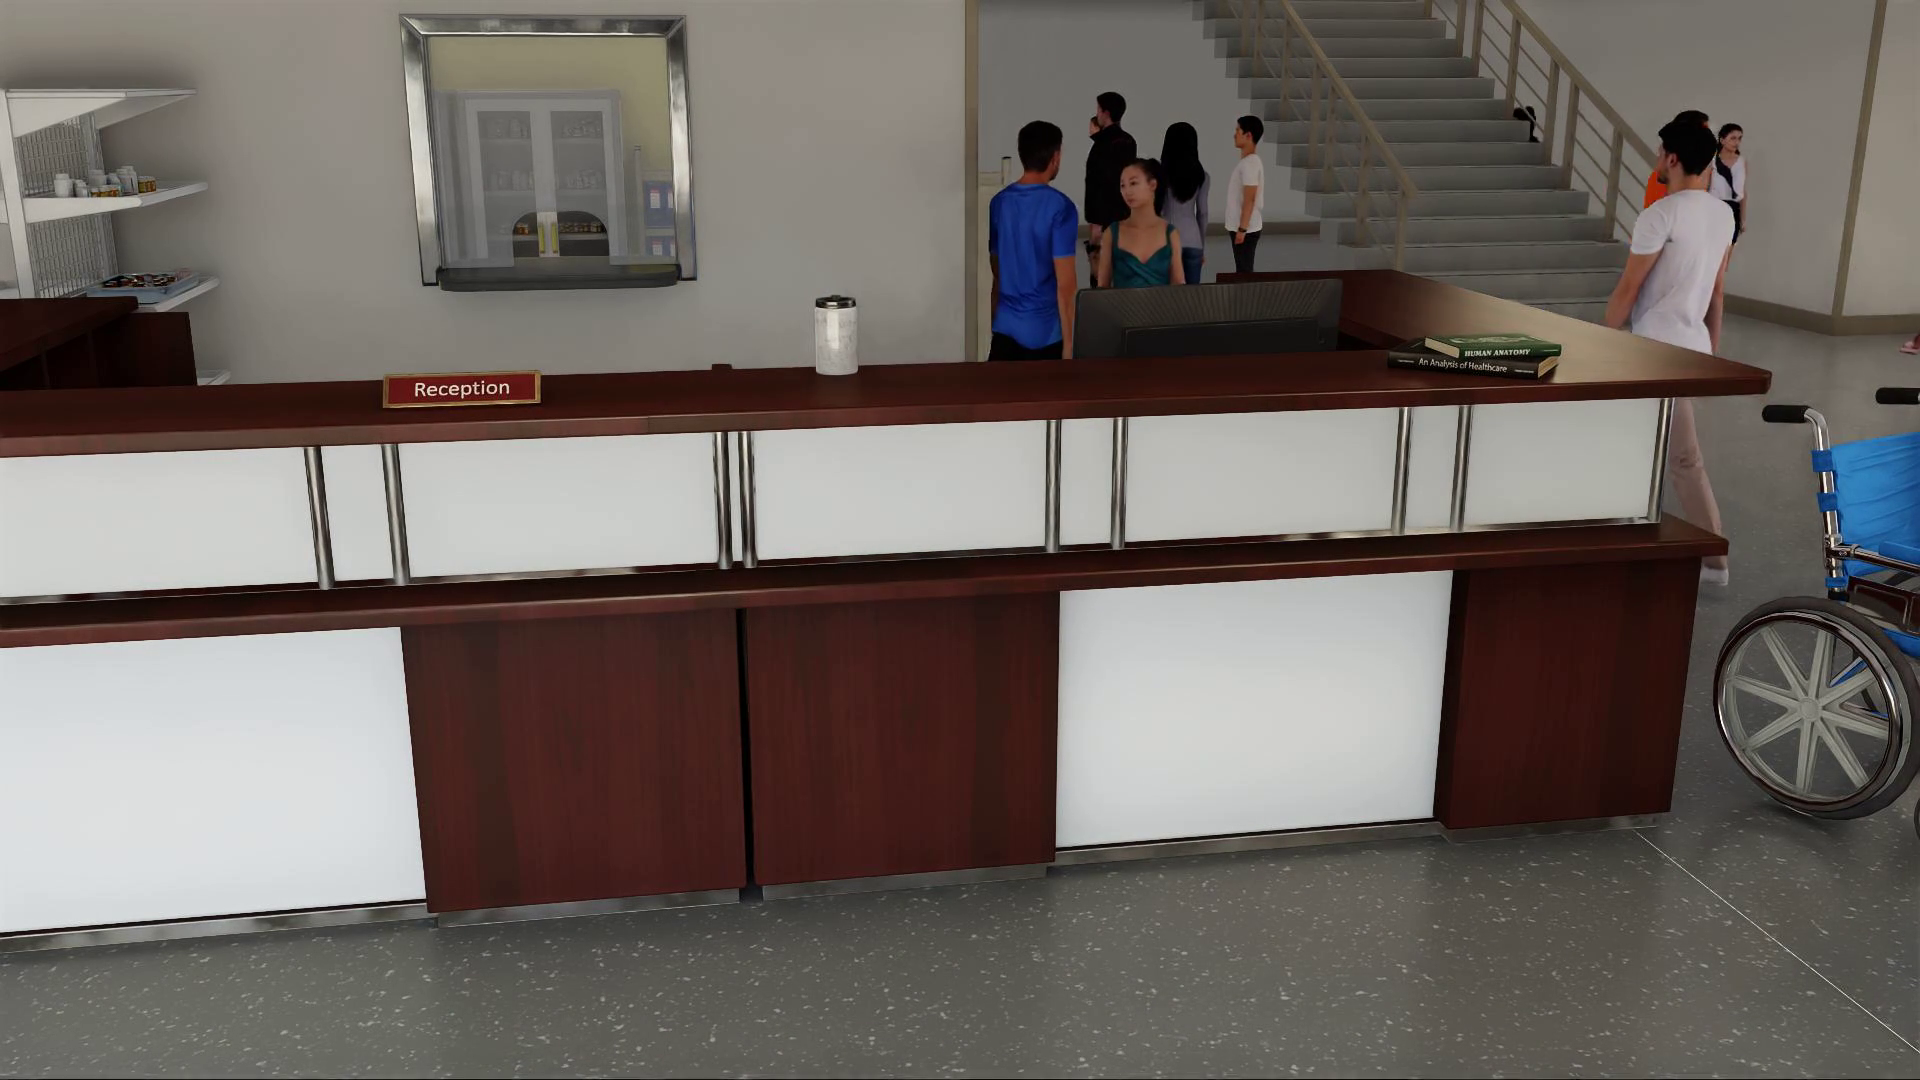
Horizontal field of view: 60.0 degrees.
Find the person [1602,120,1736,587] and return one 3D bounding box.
[{"bbox_3d":[2.931,-0.696,6.706,1.021,1.831,1.299,-11,19,-34],"label":"person"}]

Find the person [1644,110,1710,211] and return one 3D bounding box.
[{"bbox_3d":[3.968,-1.512,9.564,0.882,1.850,0.809,2,16,6],"label":"person"}]

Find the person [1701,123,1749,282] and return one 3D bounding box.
[{"bbox_3d":[6.475,-2.732,14.283,0.557,1.638,0.667,-3,16,-11],"label":"person"}]

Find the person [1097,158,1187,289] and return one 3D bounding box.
[{"bbox_3d":[0.822,-0.943,7.872,0.517,1.674,0.615,-3,16,-11],"label":"person"}]

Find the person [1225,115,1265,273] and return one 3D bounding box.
[{"bbox_3d":[2.300,-2.539,13.387,0.748,1.722,0.588,3,16,9],"label":"person"}]

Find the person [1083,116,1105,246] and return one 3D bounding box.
[{"bbox_3d":[1.699,-4.375,20.263,0.672,1.556,0.596,7,17,24],"label":"person"}]

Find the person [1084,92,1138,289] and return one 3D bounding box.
[{"bbox_3d":[1.129,-2.397,12.570,0.853,1.924,0.768,9,18,28],"label":"person"}]

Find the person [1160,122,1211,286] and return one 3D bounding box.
[{"bbox_3d":[1.528,-2.028,11.609,0.635,1.735,0.567,-5,17,-17],"label":"person"}]

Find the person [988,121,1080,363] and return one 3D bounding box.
[{"bbox_3d":[0.249,-0.865,7.302,1.166,1.833,1.238,10,19,32],"label":"person"}]

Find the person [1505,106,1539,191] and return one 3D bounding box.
[{"bbox_3d":[5.577,-3.424,16.631,0.712,1.696,1.162,-5,16,-16],"label":"person"}]
